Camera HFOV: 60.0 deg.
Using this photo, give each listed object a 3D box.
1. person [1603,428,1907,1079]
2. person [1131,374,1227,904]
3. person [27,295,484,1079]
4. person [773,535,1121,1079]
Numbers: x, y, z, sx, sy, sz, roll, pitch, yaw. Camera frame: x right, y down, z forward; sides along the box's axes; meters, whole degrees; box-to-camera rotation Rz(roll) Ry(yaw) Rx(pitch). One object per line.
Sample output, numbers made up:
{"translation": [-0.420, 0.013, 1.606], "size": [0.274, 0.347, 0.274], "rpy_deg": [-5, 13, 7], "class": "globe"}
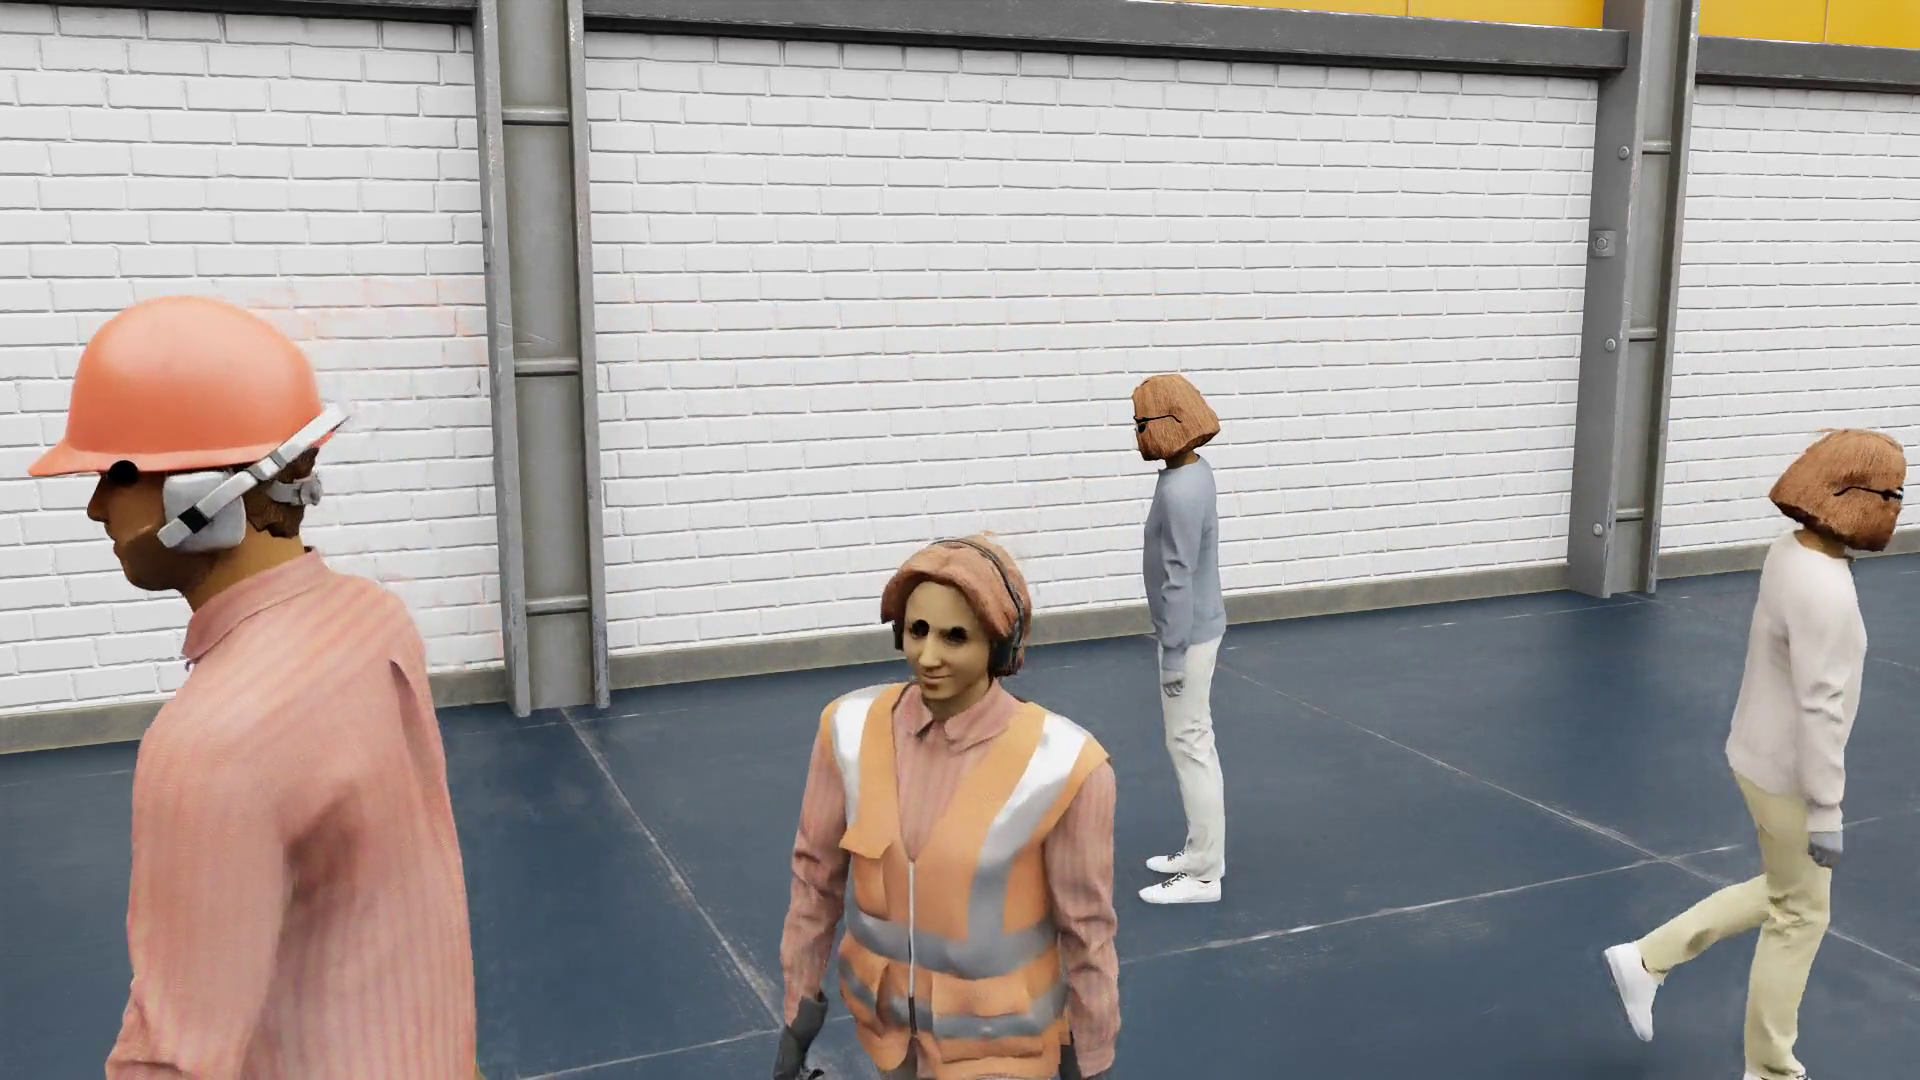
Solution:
{"translation": [1.828, 0.538, 3.806], "size": [0.489, 1.613, 0.529], "rpy_deg": [3, 11, 19], "class": "person"}
{"translation": [0.670, 0.306, 5.086], "size": [0.308, 1.624, 0.495], "rpy_deg": [2, 11, 12], "class": "person"}
{"translation": [-0.878, 0.705, 1.951], "size": [0.980, 1.946, 0.647], "rpy_deg": [-1, 10, -7], "class": "person"}
{"translation": [0.007, 0.764, 2.615], "size": [0.522, 1.595, 0.865], "rpy_deg": [6, 12, 32], "class": "person"}
